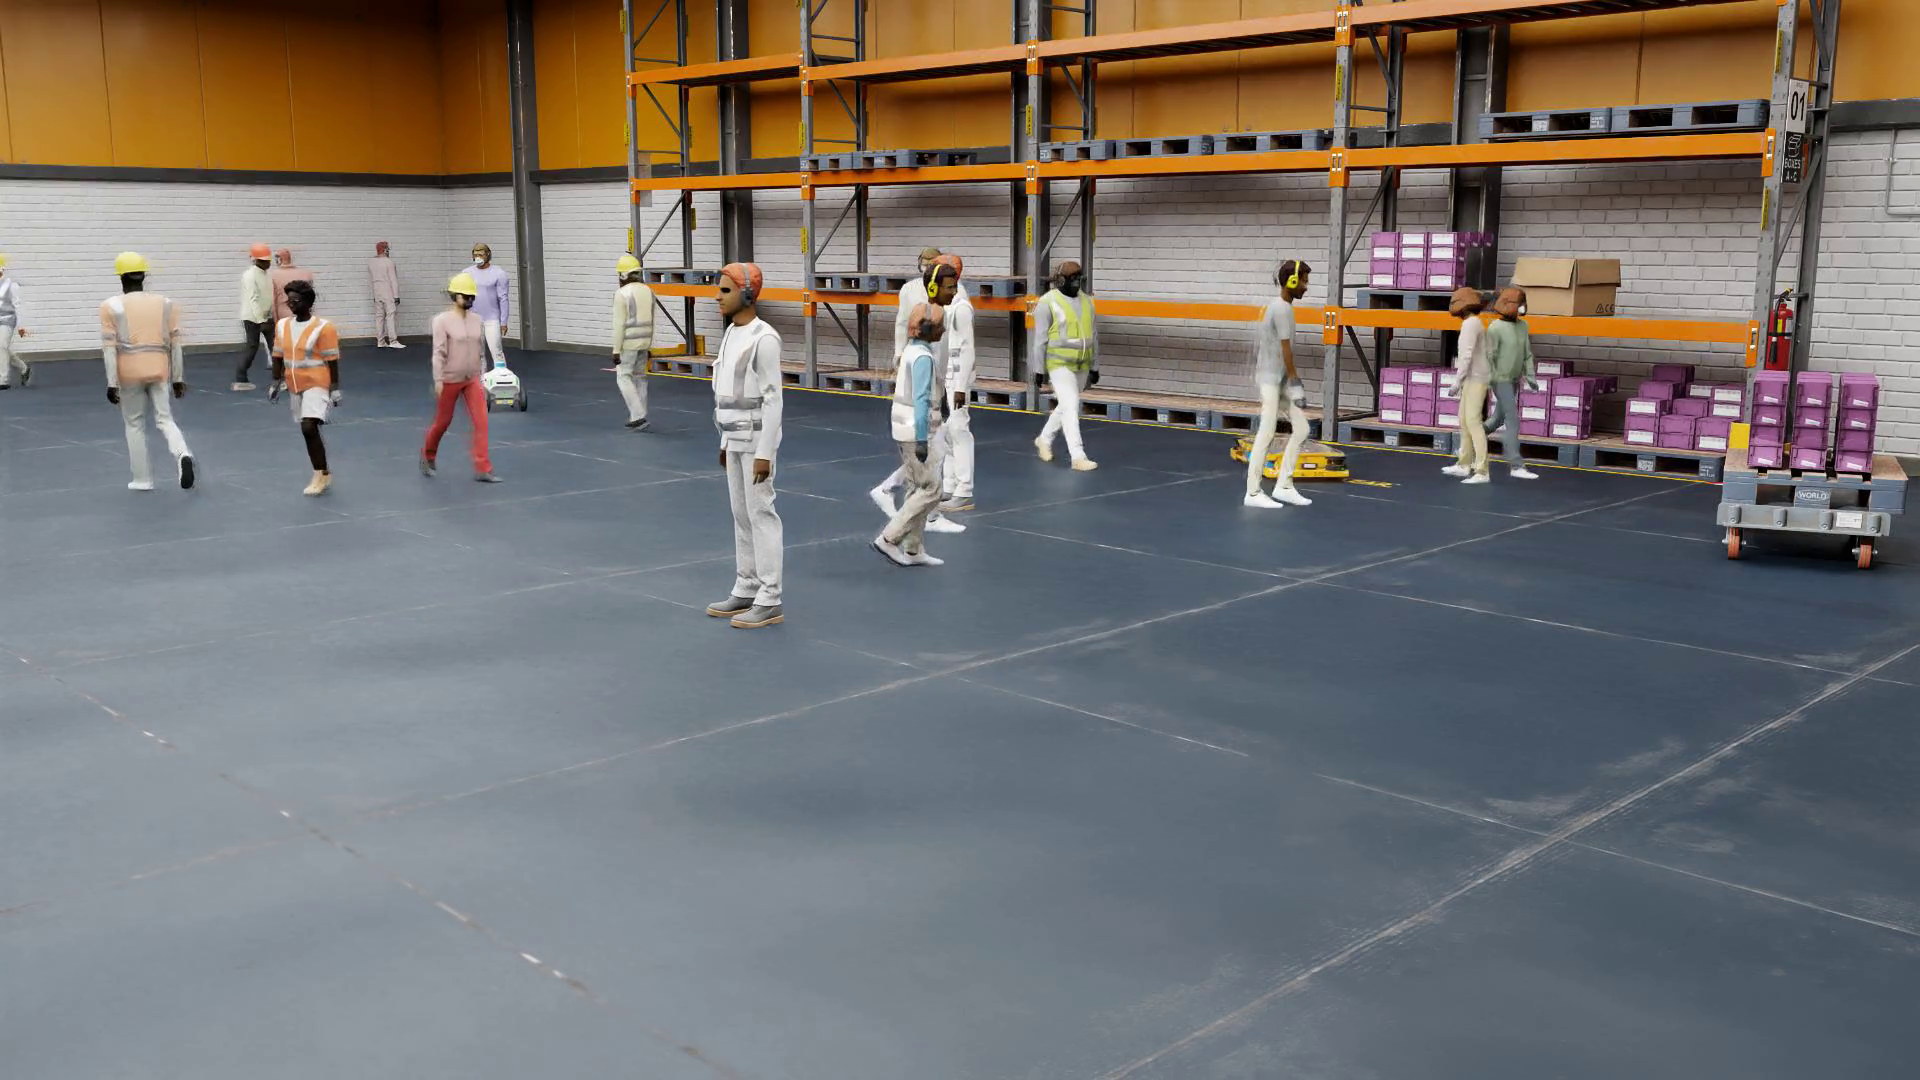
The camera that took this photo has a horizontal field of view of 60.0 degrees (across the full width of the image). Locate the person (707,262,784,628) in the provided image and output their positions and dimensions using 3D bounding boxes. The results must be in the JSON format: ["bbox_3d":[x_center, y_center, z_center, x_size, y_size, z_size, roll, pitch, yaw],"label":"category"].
[{"bbox_3d":[-1.107,-0.489,8.642,0.355,1.883,0.572,-6,12,-29],"label":"person"}]

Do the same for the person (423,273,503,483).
[{"bbox_3d":[-4.178,-1.343,13.752,0.898,1.724,0.536,8,13,36],"label":"person"}]

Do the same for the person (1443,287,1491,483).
[{"bbox_3d":[4.213,-1.277,13.752,0.481,1.607,0.599,4,11,19],"label":"person"}]

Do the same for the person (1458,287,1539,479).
[{"bbox_3d":[4.574,-1.345,14.087,0.512,1.601,0.809,-9,13,-39],"label":"person"}]

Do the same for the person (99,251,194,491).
[{"bbox_3d":[-6.369,-1.302,13.035,0.751,1.903,0.592,9,14,41],"label":"person"}]

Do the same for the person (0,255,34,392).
[{"bbox_3d":[-12.474,-2.856,21.736,0.580,1.812,0.775,3,11,17],"label":"person"}]

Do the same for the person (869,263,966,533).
[{"bbox_3d":[-0.283,-0.967,11.375,0.627,1.841,0.545,3,11,15],"label":"person"}]

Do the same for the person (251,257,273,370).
[{"bbox_3d":[-10.560,-3.455,25.190,0.662,1.740,0.547,8,13,36],"label":"person"}]

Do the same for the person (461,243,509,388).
[{"bbox_3d":[-5.919,-2.733,20.768,0.623,1.932,0.368,2,11,11],"label":"person"}]

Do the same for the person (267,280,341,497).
[{"bbox_3d":[-5.096,-1.162,12.886,0.538,1.678,0.607,4,11,23],"label":"person"}]

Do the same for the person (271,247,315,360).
[{"bbox_3d":[-8.842,-2.933,22.033,0.637,1.865,0.856,-8,13,-36],"label":"person"}]

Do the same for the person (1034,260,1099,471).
[{"bbox_3d":[0.912,-1.539,14.575,0.628,1.814,0.906,-8,13,-36],"label":"person"}]

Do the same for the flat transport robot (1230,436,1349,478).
[{"bbox_3d":[2.817,-0.723,14.315,0.652,0.197,1.431,-1,10,-4],"label":"flat transport robot"}]

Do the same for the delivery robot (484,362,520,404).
[{"bbox_3d":[-5.307,-1.817,19.252,0.477,0.478,0.707,-4,11,-20],"label":"delivery robot"}]

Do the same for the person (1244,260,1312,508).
[{"bbox_3d":[2.418,-1.140,12.316,0.642,1.838,0.552,4,11,19],"label":"person"}]

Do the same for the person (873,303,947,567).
[{"bbox_3d":[-0.272,-0.614,10.022,0.386,1.622,0.550,-2,11,-11],"label":"person"}]

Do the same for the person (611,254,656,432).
[{"bbox_3d":[-3.393,-2.029,17.196,0.412,1.834,0.597,6,12,28],"label":"person"}]

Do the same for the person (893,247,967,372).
[{"bbox_3d":[-0.281,-1.646,14.869,0.626,1.909,0.705,4,11,21],"label":"person"}]

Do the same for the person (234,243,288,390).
[{"bbox_3d":[-9.114,-2.889,21.652,0.865,1.929,0.634,2,11,13],"label":"person"}]

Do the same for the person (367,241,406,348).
[{"bbox_3d":[-10.304,-4.398,29.883,0.642,1.913,0.410,5,12,27],"label":"person"}]

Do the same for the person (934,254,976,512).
[{"bbox_3d":[-0.065,-1.152,12.258,0.356,1.881,0.575,-3,11,-18],"label":"person"}]
